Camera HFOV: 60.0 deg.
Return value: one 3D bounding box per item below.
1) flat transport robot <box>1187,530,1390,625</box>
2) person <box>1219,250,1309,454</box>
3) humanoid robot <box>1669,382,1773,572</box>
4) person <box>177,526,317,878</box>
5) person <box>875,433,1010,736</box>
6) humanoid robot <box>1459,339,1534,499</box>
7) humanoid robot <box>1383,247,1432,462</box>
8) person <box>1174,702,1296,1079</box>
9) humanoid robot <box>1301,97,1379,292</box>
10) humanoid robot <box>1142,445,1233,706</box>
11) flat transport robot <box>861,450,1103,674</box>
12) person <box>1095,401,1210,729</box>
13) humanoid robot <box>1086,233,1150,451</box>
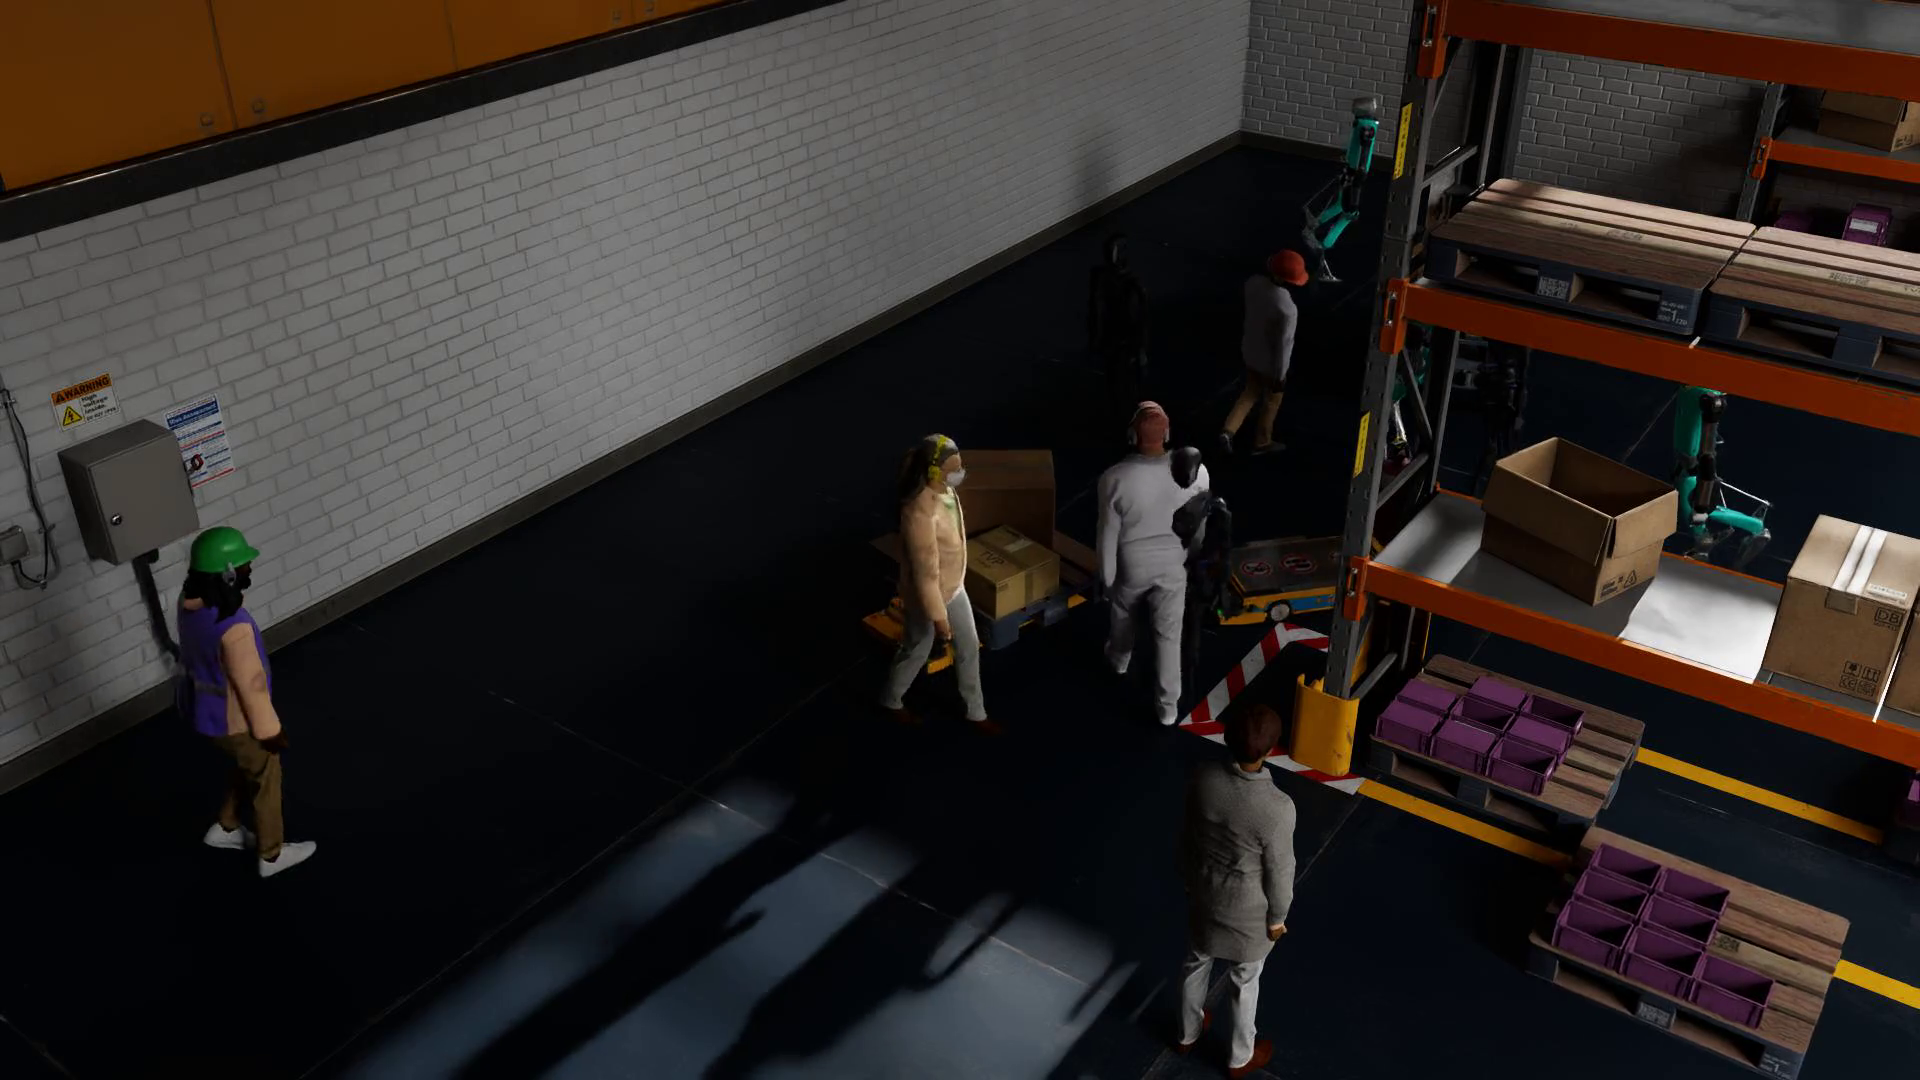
[{"bbox_3d":[2.224,0.231,10.639,1.431,0.231,0.659,-7,31,-11],"label":"flat transport robot"},{"bbox_3d":[2.205,-1.316,11.889,0.570,1.691,0.583,-18,35,-28],"label":"person"},{"bbox_3d":[4.609,-0.330,10.149,1.032,1.731,0.560,1,30,2],"label":"humanoid robot"},{"bbox_3d":[-3.475,0.796,8.017,0.600,1.907,0.503,25,38,36],"label":"person"},{"bbox_3d":[-0.128,0.270,9.007,0.807,1.846,0.568,13,32,21],"label":"person"},{"bbox_3d":[3.691,-0.986,11.348,0.324,1.650,0.587,-4,30,-7],"label":"humanoid robot"},{"bbox_3d":[3.174,-1.309,11.872,0.646,1.833,0.547,25,38,36],"label":"humanoid robot"},{"bbox_3d":[1.146,1.466,6.937,0.515,1.828,0.360,21,36,32],"label":"person"},{"bbox_3d":[3.332,-3.026,14.936,0.706,1.909,0.548,3,30,5],"label":"humanoid robot"},{"bbox_3d":[1.262,0.193,9.306,0.596,1.647,0.365,11,32,18],"label":"humanoid robot"},{"bbox_3d":[0.145,0.375,10.388,1.431,0.231,0.659,-23,37,-34],"label":"flat transport robot"},{"bbox_3d":[1.050,0.112,9.260,0.653,1.856,0.947,-4,30,-6],"label":"person"},{"bbox_3d":[1.188,-1.468,12.183,0.588,1.634,0.373,24,38,36],"label":"humanoid robot"}]
